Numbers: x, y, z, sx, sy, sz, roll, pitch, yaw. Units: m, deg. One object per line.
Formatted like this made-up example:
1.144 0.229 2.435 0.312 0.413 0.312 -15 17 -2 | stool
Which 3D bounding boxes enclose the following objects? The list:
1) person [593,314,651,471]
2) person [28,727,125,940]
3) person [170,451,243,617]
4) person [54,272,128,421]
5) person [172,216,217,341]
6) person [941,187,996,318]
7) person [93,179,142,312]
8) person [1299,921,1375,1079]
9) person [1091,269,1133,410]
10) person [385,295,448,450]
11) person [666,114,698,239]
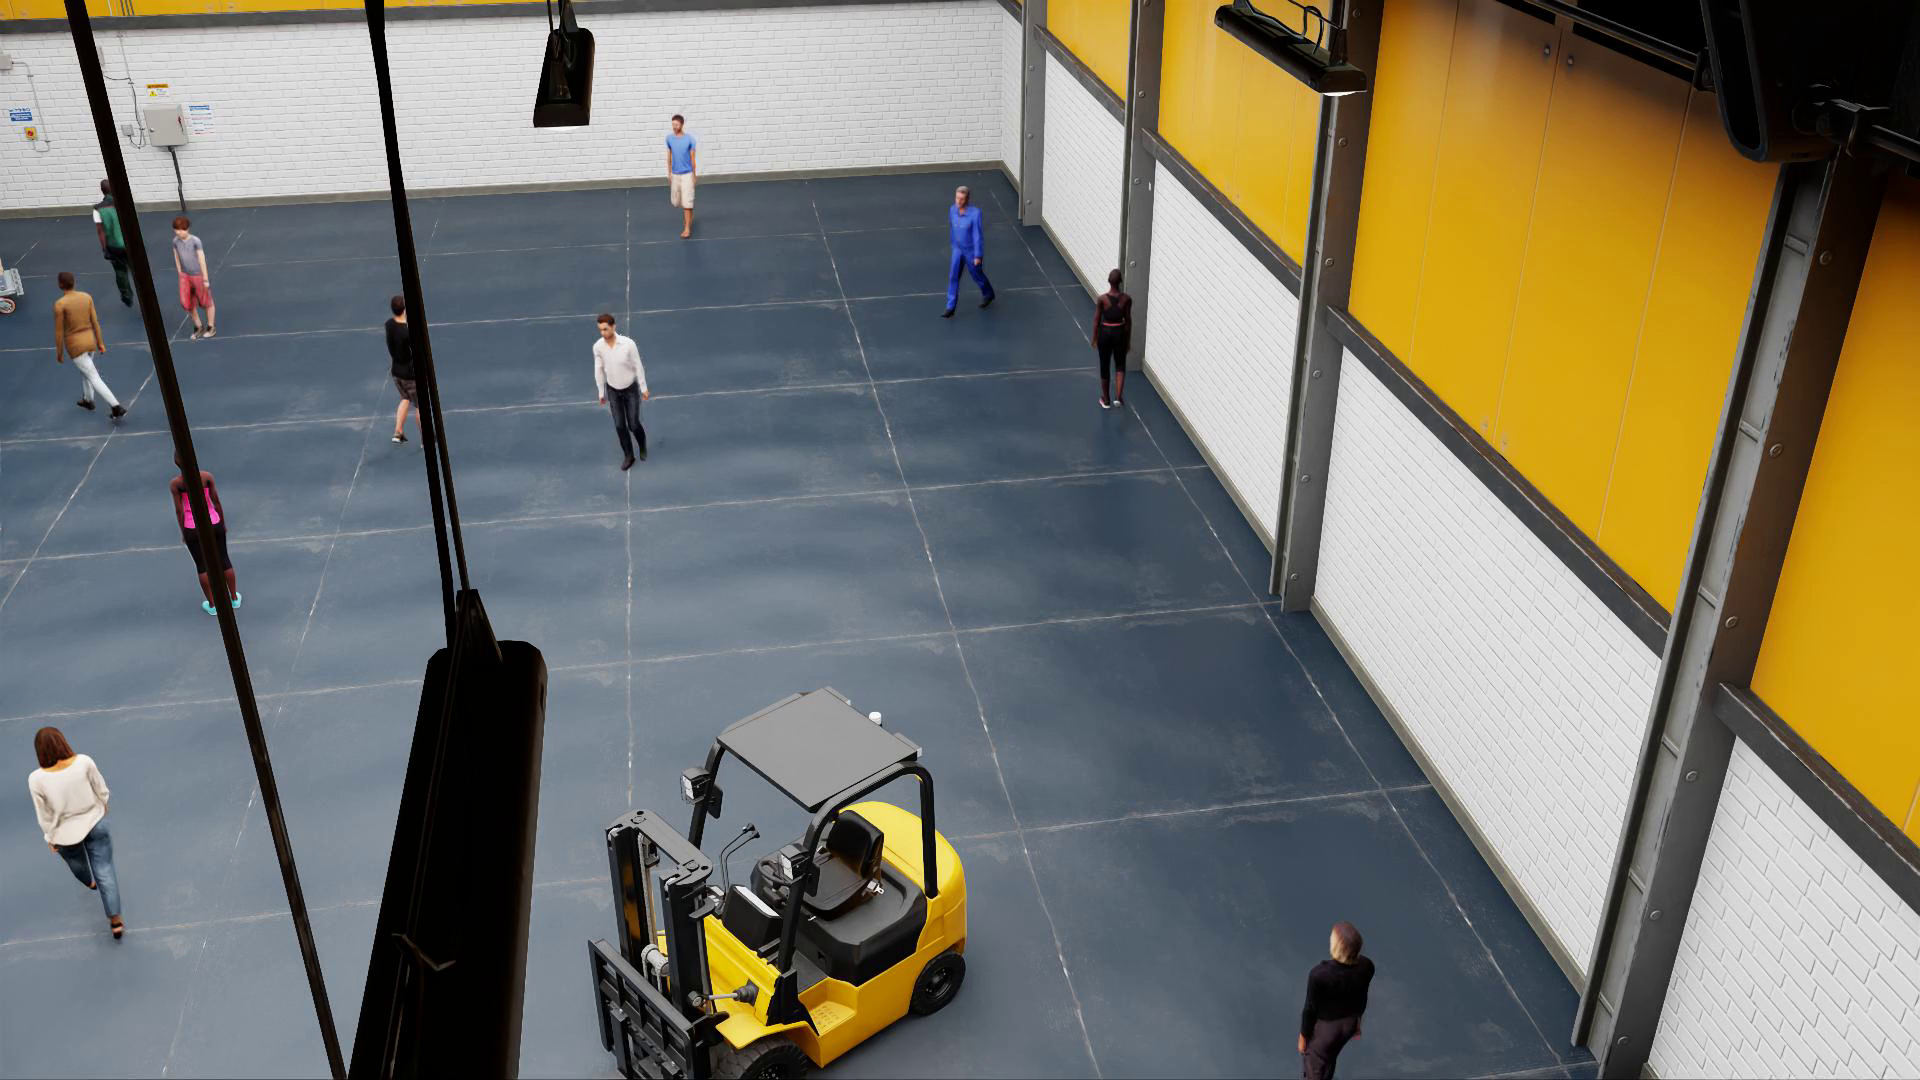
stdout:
-3.683 -1.665 18.305 0.806 1.843 0.843 1 29 2 | person
-6.143 2.076 11.657 0.906 1.640 1.180 -17 33 -28 | person
-7.080 -0.103 15.565 0.637 1.724 0.665 -18 33 -29 | person
-10.171 -2.218 19.384 1.163 1.778 1.193 14 31 23 | person
-10.005 -3.477 21.837 0.695 1.640 0.726 3 29 5 | person
0.155 -3.922 22.508 1.259 1.779 1.314 20 35 33 | person
-11.311 -3.949 22.530 1.017 1.806 1.257 -20 35 -32 | person
2.254 3.004 9.945 0.719 1.652 1.000 -11 30 -19 | person
1.796 -2.330 19.618 0.663 1.751 0.790 -1 29 -2 | person
-6.243 -1.858 18.646 0.963 1.854 1.025 17 33 29 | person
-4.228 -5.635 25.579 0.851 1.845 1.061 5 29 9 | person
